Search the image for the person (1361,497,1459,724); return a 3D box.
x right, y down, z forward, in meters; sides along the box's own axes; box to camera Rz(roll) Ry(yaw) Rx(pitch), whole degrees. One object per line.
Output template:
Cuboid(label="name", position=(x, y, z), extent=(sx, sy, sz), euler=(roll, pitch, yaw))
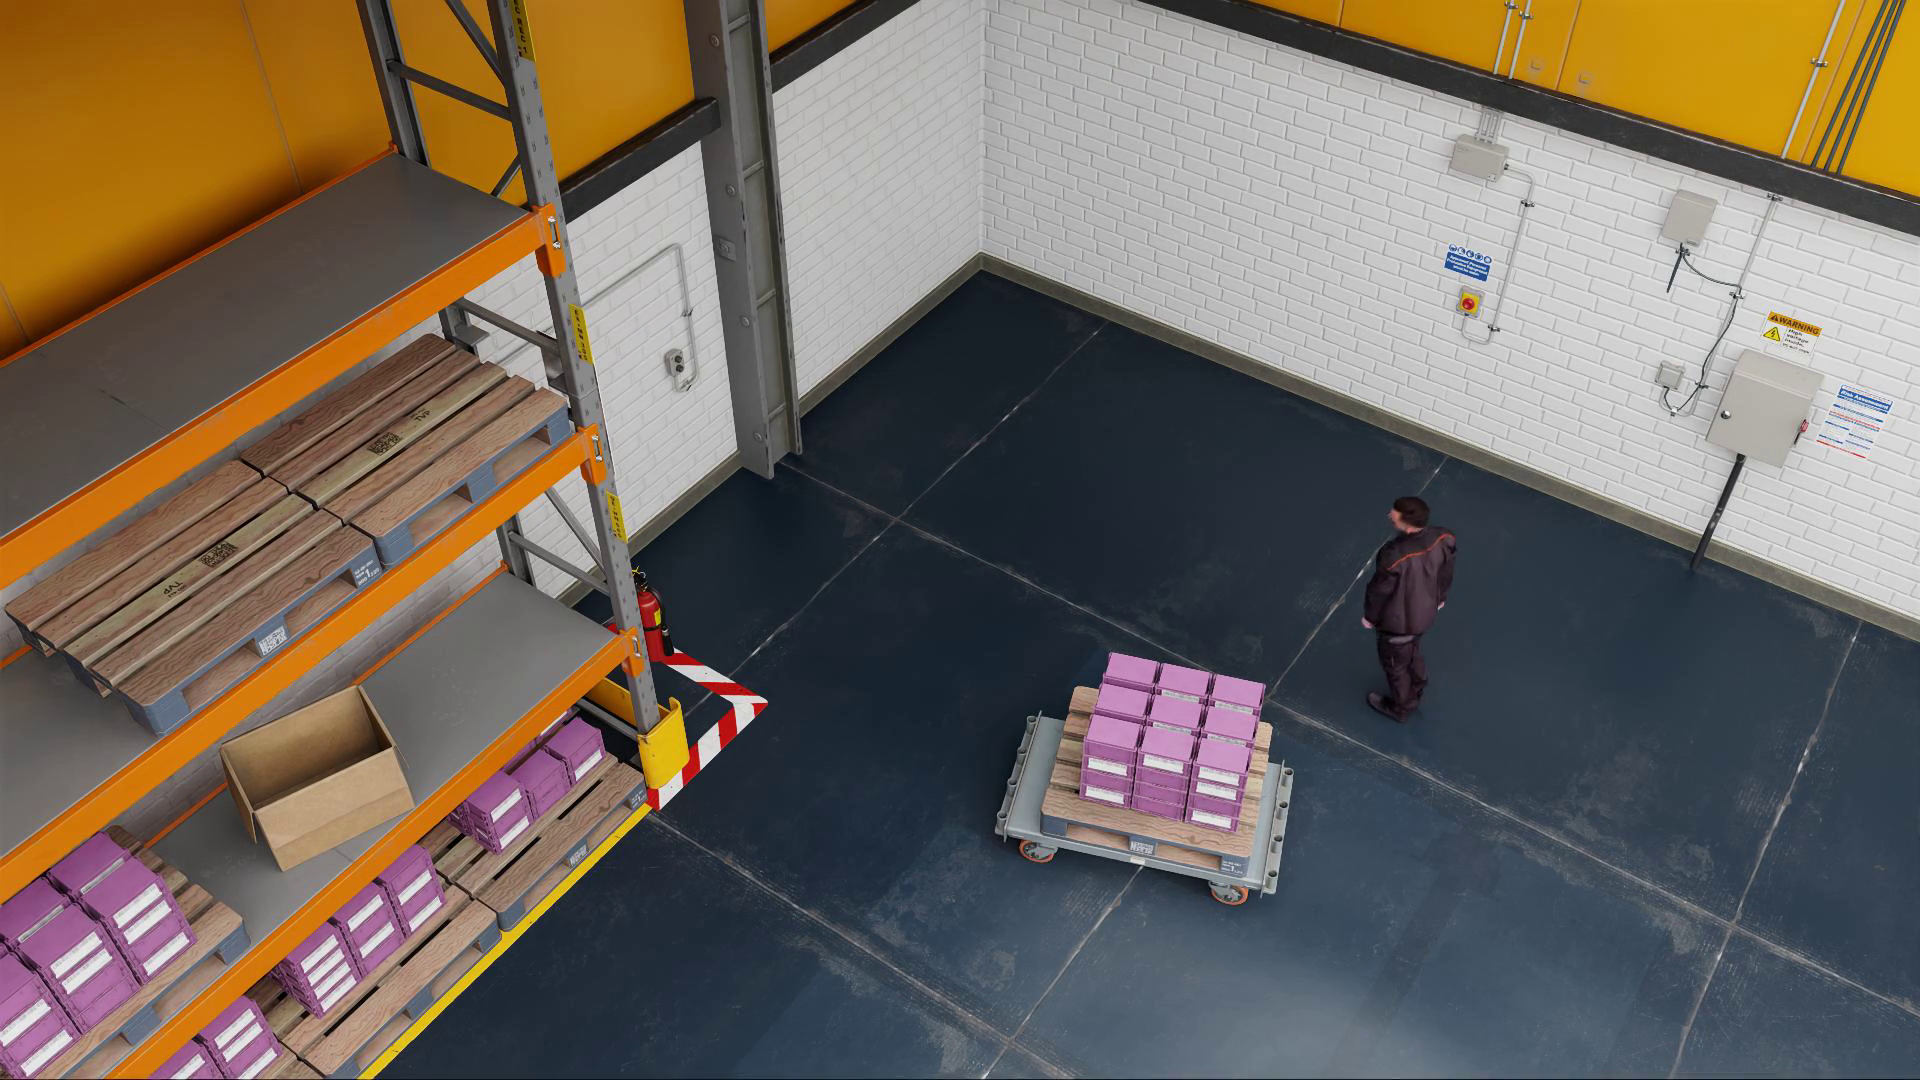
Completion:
Cuboid(label="person", position=(2.760, 0.433, 10.138), extent=(0.746, 1.825, 0.906), euler=(-12, 45, -12))
